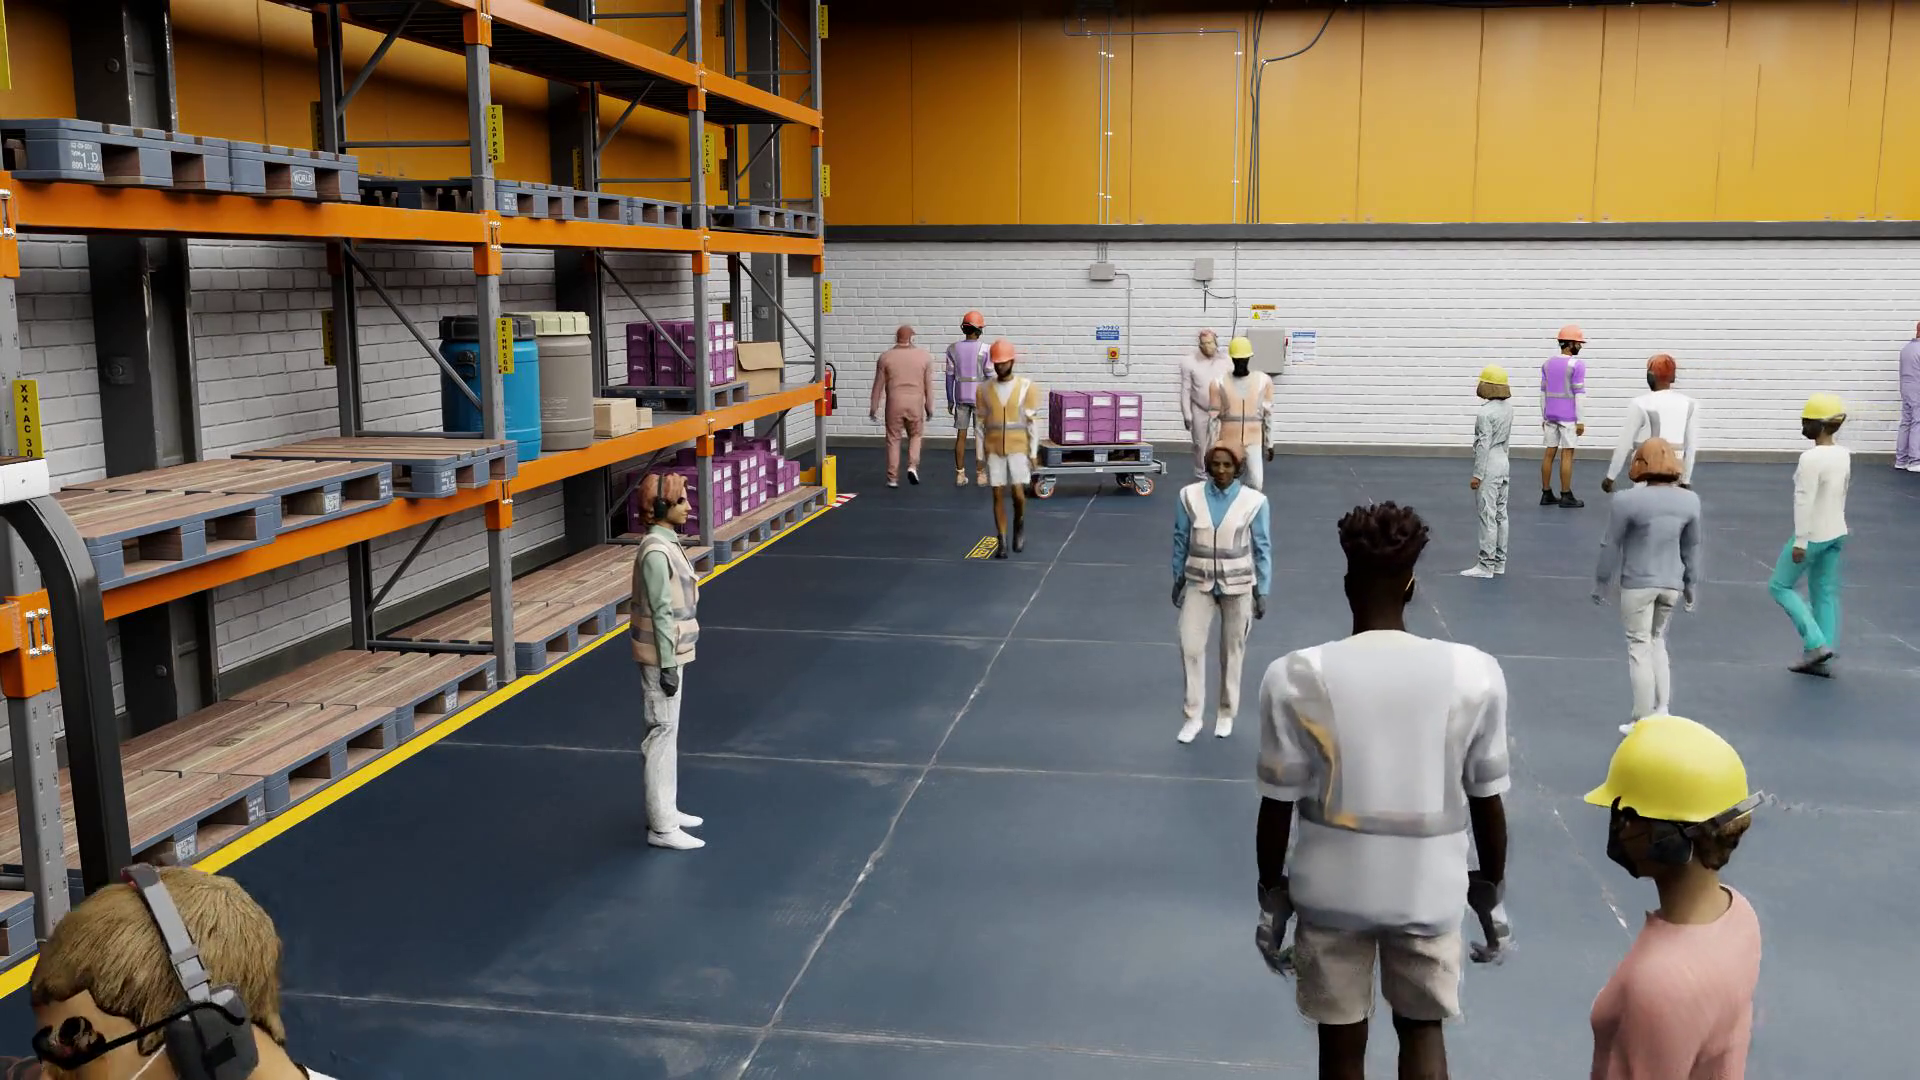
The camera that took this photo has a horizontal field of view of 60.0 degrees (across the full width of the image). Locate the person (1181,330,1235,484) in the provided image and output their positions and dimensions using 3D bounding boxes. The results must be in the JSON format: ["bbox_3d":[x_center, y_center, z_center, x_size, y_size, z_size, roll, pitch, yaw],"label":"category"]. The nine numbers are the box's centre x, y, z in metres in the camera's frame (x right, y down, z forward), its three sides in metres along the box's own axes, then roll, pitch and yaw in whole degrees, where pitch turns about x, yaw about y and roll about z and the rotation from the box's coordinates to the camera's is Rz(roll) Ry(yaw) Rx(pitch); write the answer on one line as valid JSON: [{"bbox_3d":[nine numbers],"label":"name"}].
[{"bbox_3d":[2.785,-1.399,18.478,0.655,1.844,1.010,0,9,-1],"label":"person"}]

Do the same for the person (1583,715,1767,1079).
[{"bbox_3d":[1.215,1.168,2.915,0.525,1.757,0.544,6,11,33],"label":"person"}]

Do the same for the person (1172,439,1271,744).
[{"bbox_3d":[1.363,0.281,8.786,0.554,1.613,0.616,3,10,20],"label":"person"}]

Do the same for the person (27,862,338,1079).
[{"bbox_3d":[-0.733,1.266,1.822,0.642,1.915,0.426,3,10,20],"label":"person"}]

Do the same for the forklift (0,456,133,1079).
[{"bbox_3d":[-2.328,0.975,2.765,2.313,2.155,1.214,1,9,9],"label":"forklift"}]

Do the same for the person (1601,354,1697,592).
[{"bbox_3d":[5.283,-0.483,12.729,0.596,1.877,0.461,-3,10,-19],"label":"person"}]

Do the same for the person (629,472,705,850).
[{"bbox_3d":[-1.284,0.521,7.266,0.308,1.641,0.517,-1,9,-9],"label":"person"}]

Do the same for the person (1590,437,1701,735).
[{"bbox_3d":[3.689,0.260,8.956,0.517,1.618,0.463,-2,9,-10],"label":"person"}]

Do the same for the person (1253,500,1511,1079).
[{"bbox_3d":[1.043,0.879,4.106,0.651,1.946,0.517,1,9,4],"label":"person"}]

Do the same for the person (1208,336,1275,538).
[{"bbox_3d":[2.583,-0.910,15.249,0.627,1.908,0.424,0,9,3],"label":"person"}]

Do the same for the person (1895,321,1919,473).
[{"bbox_3d":[11.967,-1.793,20.721,0.407,1.906,0.654,1,9,3],"label":"person"}]

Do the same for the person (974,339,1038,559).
[{"bbox_3d":[0.392,-0.782,14.432,0.563,1.920,0.415,2,9,11],"label":"person"}]

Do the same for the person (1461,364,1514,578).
[{"bbox_3d":[4.338,-0.565,13.641,0.289,1.746,0.487,8,12,42],"label":"person"}]

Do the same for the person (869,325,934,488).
[{"bbox_3d":[-0.683,-1.533,19.225,0.755,1.883,0.429,-1,9,-8],"label":"person"}]

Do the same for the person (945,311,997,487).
[{"bbox_3d":[0.144,-1.638,19.342,0.616,2.041,0.379,4,10,22],"label":"person"}]

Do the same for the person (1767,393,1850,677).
[{"bbox_3d":[5.253,-0.022,10.249,0.549,1.755,0.383,-7,11,-35],"label":"person"}]

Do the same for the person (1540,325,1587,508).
[{"bbox_3d":[6.413,-1.309,17.655,0.376,1.933,0.545,-5,10,-27],"label":"person"}]
